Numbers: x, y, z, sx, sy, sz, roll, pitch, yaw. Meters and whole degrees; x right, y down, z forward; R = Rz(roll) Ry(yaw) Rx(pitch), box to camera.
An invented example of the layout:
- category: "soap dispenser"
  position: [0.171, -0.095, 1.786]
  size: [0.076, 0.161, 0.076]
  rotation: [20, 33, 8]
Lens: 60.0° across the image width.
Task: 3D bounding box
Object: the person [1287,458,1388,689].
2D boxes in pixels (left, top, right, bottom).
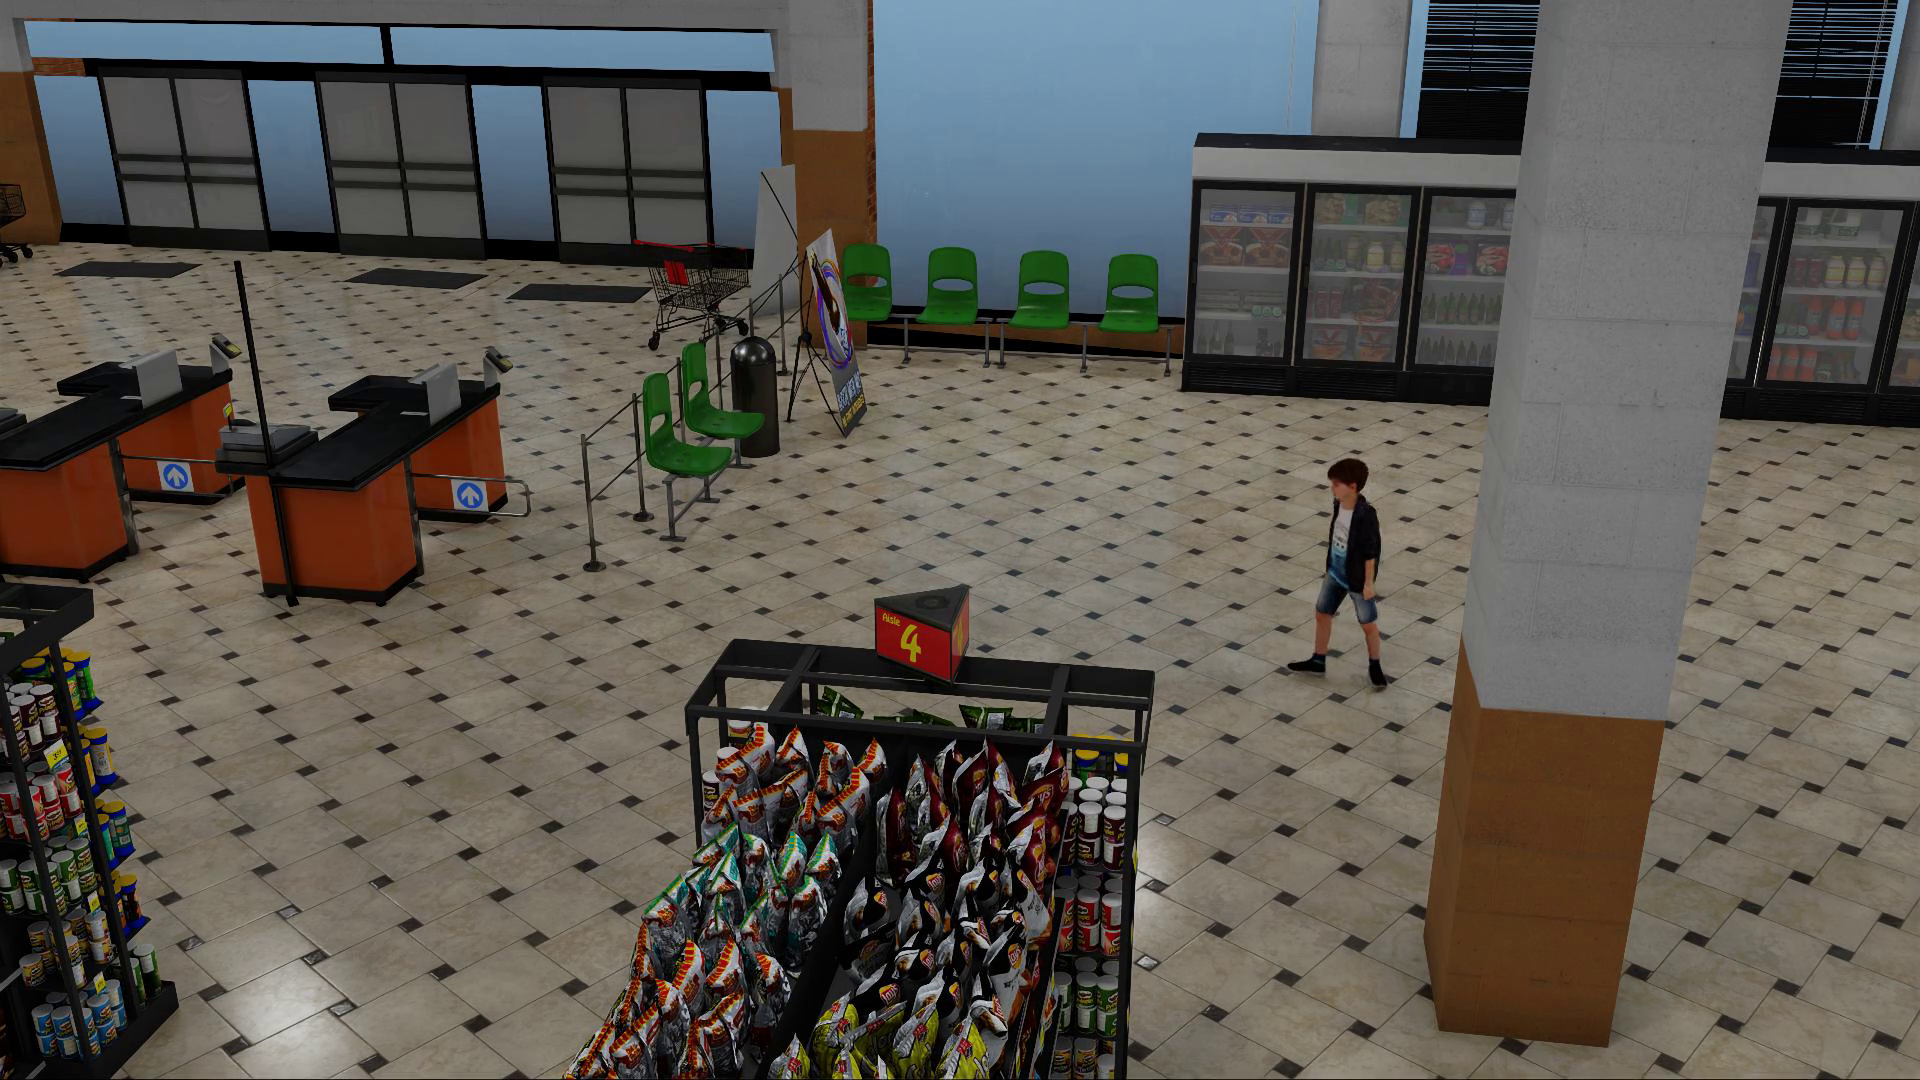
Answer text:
- category: "person"
  position: [2.380, 0.201, 9.932]
  size: [0.883, 1.422, 0.824]
  rotation: [-13, 26, -30]
